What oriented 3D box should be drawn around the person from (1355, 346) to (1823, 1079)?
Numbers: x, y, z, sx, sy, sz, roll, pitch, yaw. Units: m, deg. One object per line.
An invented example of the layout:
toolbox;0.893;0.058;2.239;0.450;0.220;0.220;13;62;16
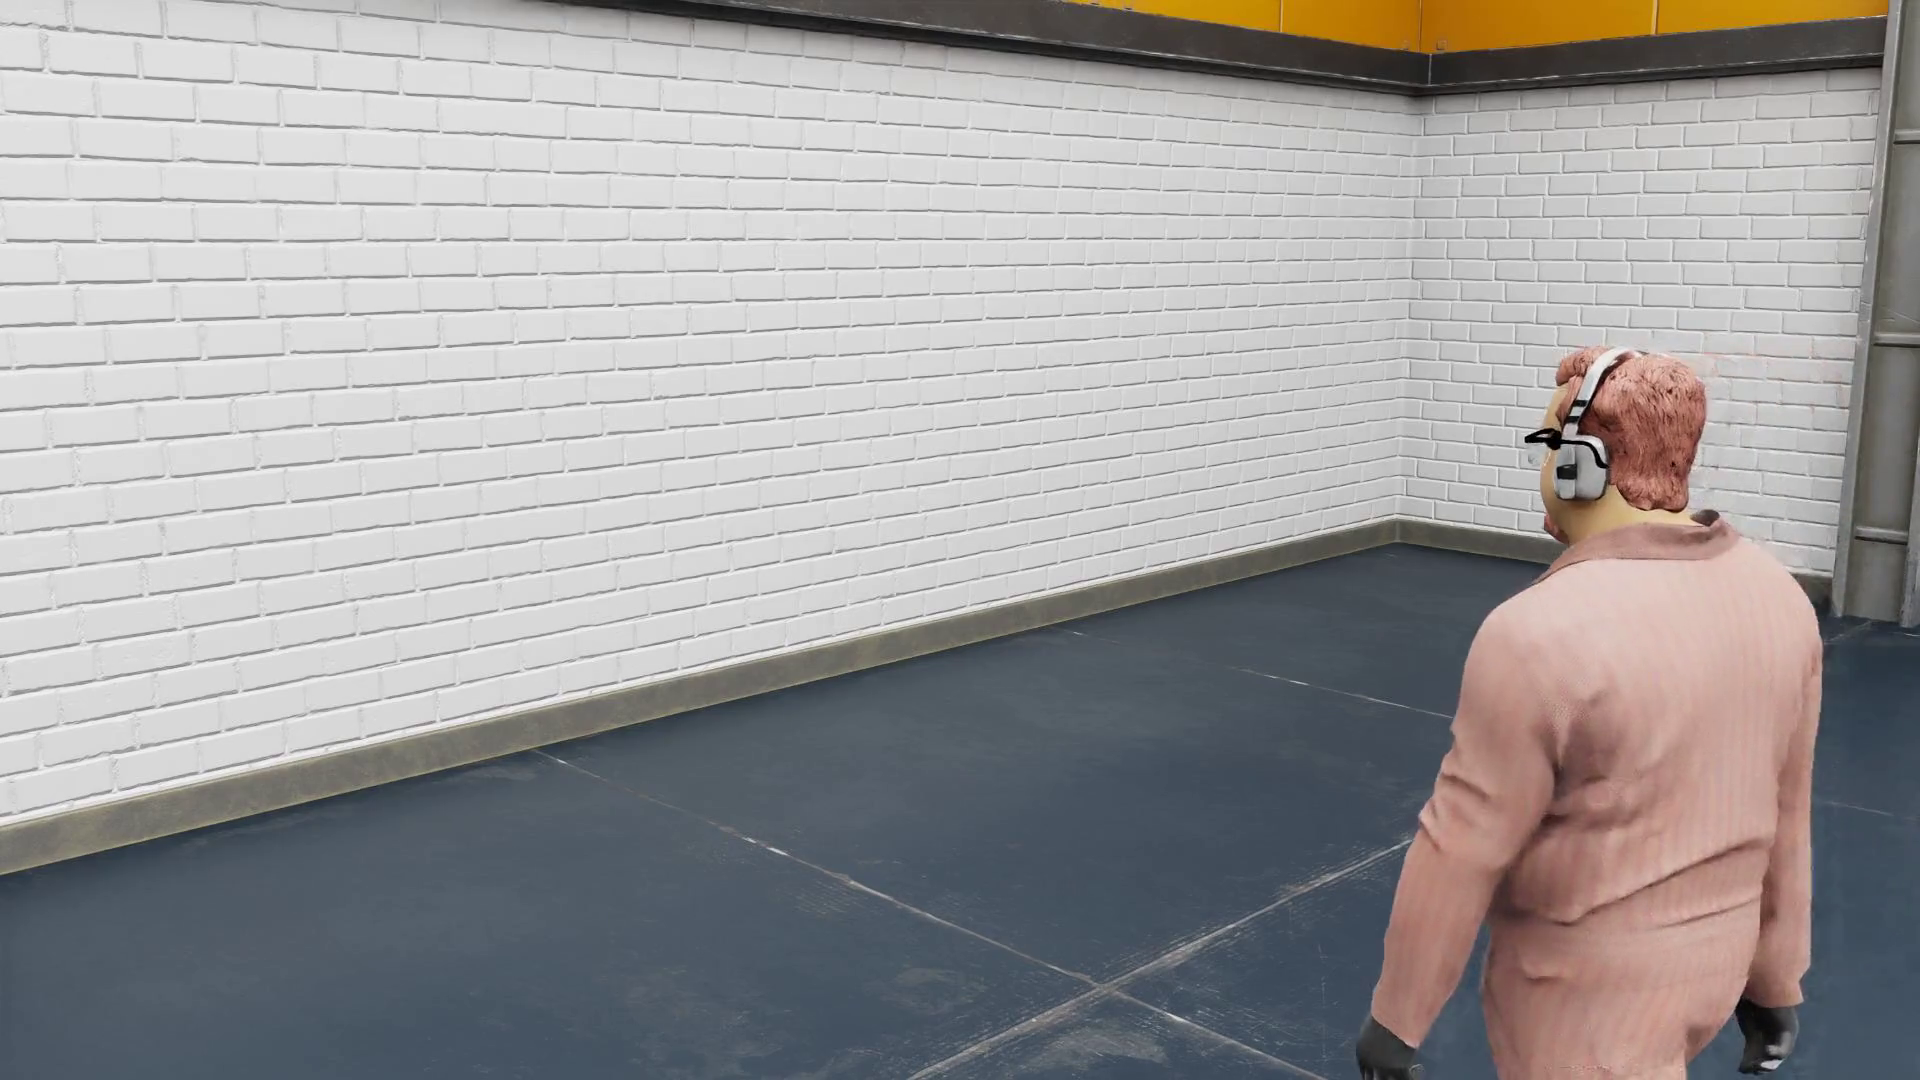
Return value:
person;0.897;0.638;2.552;0.676;1.853;0.975;-7;12;-33
